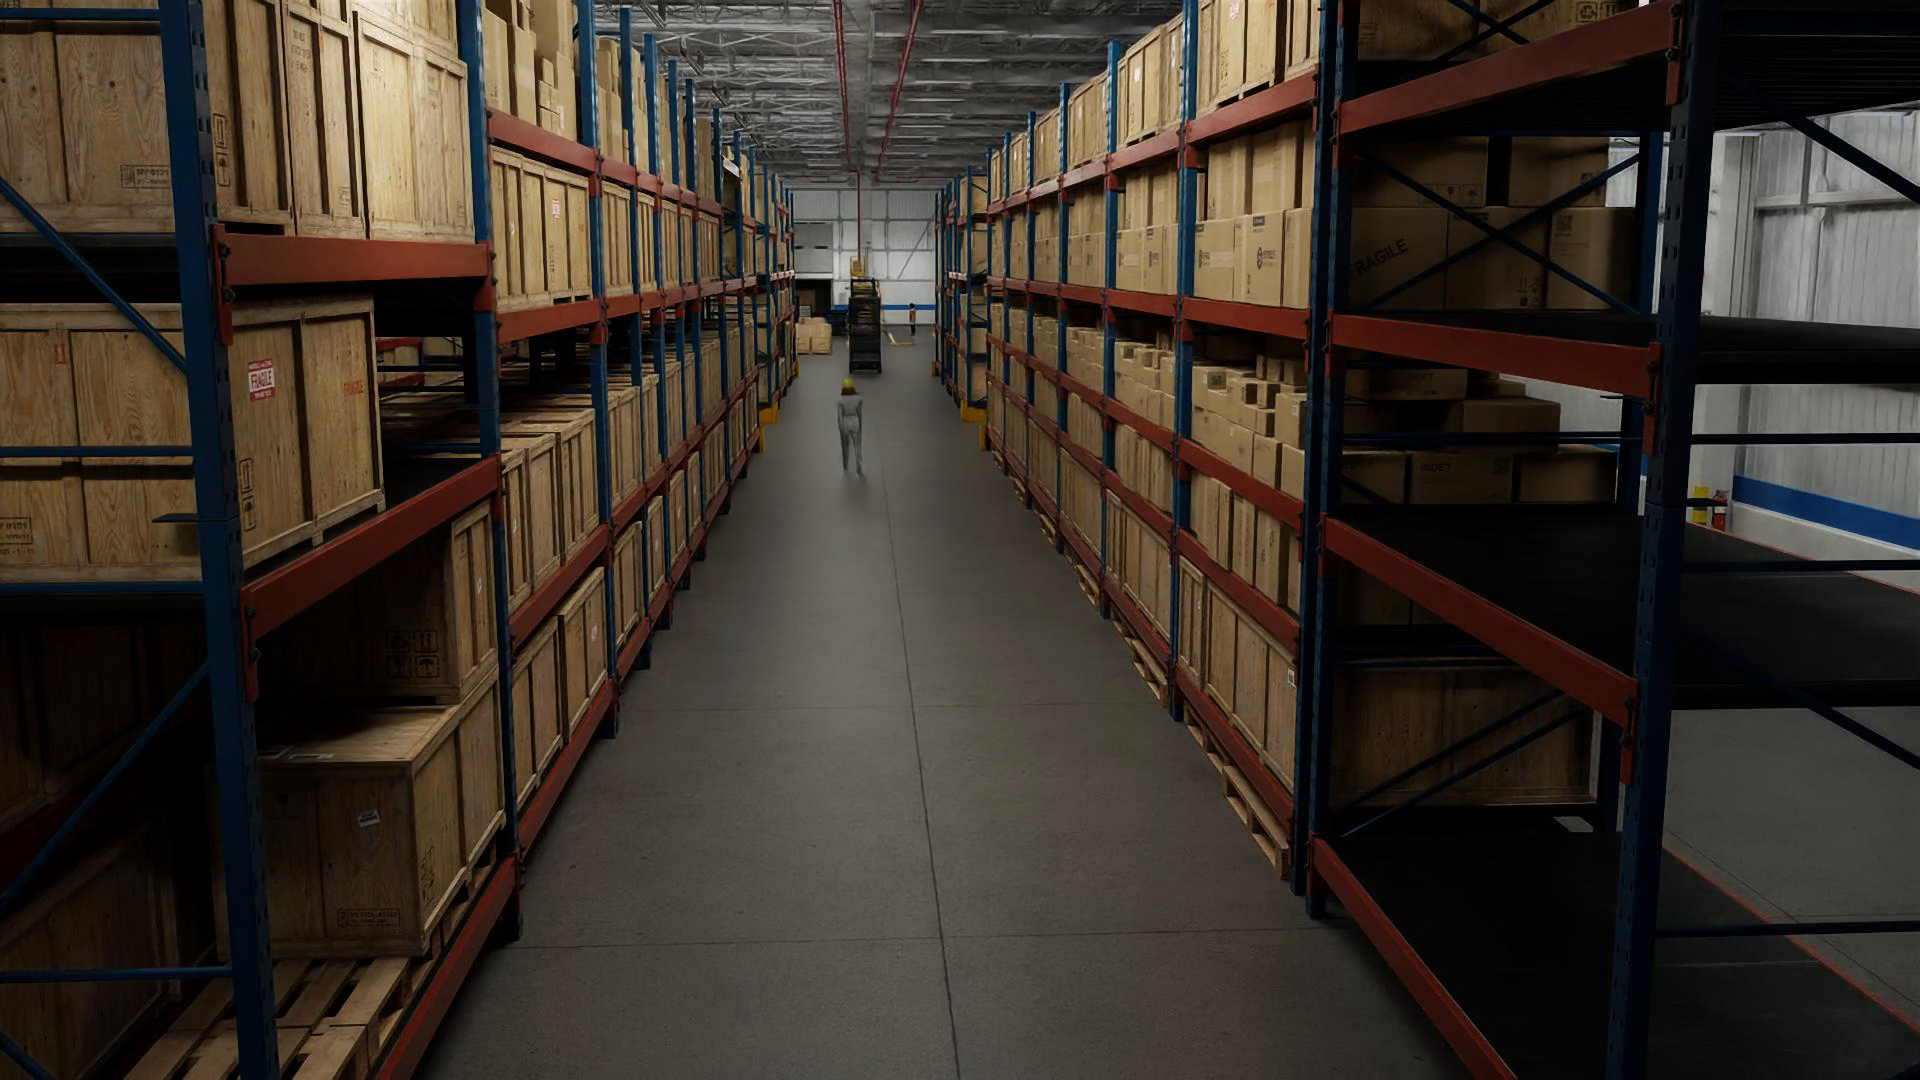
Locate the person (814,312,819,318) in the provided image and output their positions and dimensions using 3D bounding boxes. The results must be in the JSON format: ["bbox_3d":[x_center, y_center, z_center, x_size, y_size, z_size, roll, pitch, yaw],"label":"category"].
[{"bbox_3d":[-6.154,-8.913,71.250,0.360,1.684,0.558,0,10,1],"label":"person"}]

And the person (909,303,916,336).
[{"bbox_3d":[-2.474,-11.504,86.745,0.319,1.688,0.539,4,10,20],"label":"person"}]

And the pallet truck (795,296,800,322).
[{"bbox_3d":[-8.622,-12.439,91.403,1.885,1.965,0.823,2,10,13],"label":"pallet truck"}]

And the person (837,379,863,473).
[{"bbox_3d":[-1.992,-2.078,30.308,0.487,1.720,0.718,-2,10,-13],"label":"person"}]

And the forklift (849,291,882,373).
[{"bbox_3d":[-3.309,-7.258,57.822,1.129,2.768,1.873,-1,10,-3],"label":"forklift"}]
